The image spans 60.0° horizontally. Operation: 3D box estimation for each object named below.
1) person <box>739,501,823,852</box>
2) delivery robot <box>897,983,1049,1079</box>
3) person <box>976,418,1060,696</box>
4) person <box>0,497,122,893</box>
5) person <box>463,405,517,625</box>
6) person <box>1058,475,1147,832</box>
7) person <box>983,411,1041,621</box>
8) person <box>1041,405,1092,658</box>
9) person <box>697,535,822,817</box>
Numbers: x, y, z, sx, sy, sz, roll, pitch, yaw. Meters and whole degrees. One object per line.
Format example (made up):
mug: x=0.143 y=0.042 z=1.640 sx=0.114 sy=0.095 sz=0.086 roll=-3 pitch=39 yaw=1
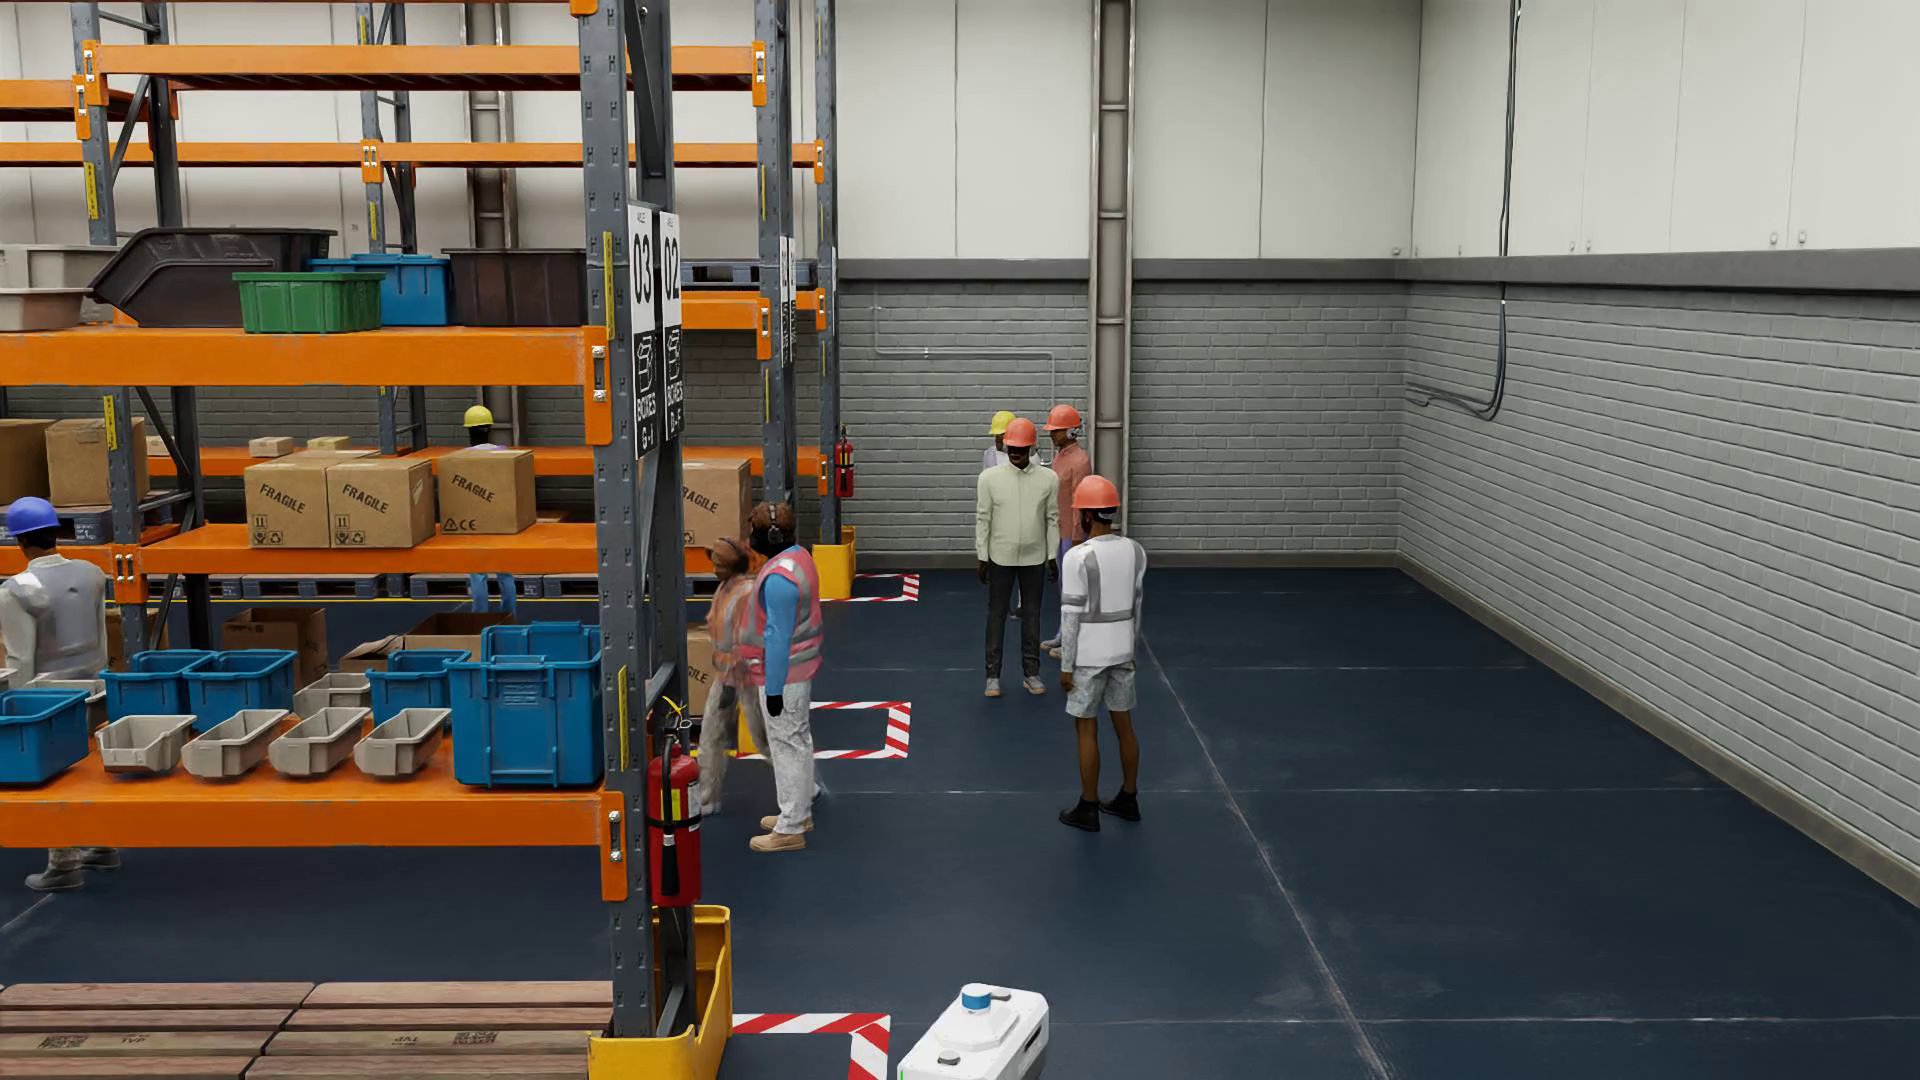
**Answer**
person: x=-0.941 y=0.706 z=8.739 sx=0.428 sy=1.836 sz=0.626 roll=1 pitch=9 yaw=5
delivery robot: x=0.057 y=1.781 z=5.760 sx=0.477 sy=0.478 sz=0.707 roll=4 pitch=10 yaw=21
person: x=0.419 y=0.121 z=11.831 sx=0.612 sy=1.991 sz=0.392 roll=-2 pitch=9 yaw=-10
person: x=-4.414 y=0.753 z=8.124 sx=0.412 sy=1.938 sz=0.605 roll=3 pitch=10 yaw=15
person: x=-3.912 y=-0.147 z=13.699 sx=0.388 sy=1.918 sz=0.585 roll=9 pitch=13 yaw=43
person: x=0.746 y=0.609 z=9.049 sx=0.545 sy=1.927 sz=0.390 roll=-7 pitch=11 yaw=-35
person: x=0.420 y=-0.216 z=14.452 sx=0.597 sy=1.817 sz=0.403 roll=7 pitch=11 yaw=35
person: x=0.832 y=-0.071 z=13.034 sx=0.406 sy=1.986 sz=0.613 roll=-2 pitch=10 yaw=-13
person: x=-1.160 y=0.754 z=9.128 sx=0.789 sy=1.603 sz=0.510 roll=-5 pitch=11 yaw=-30
